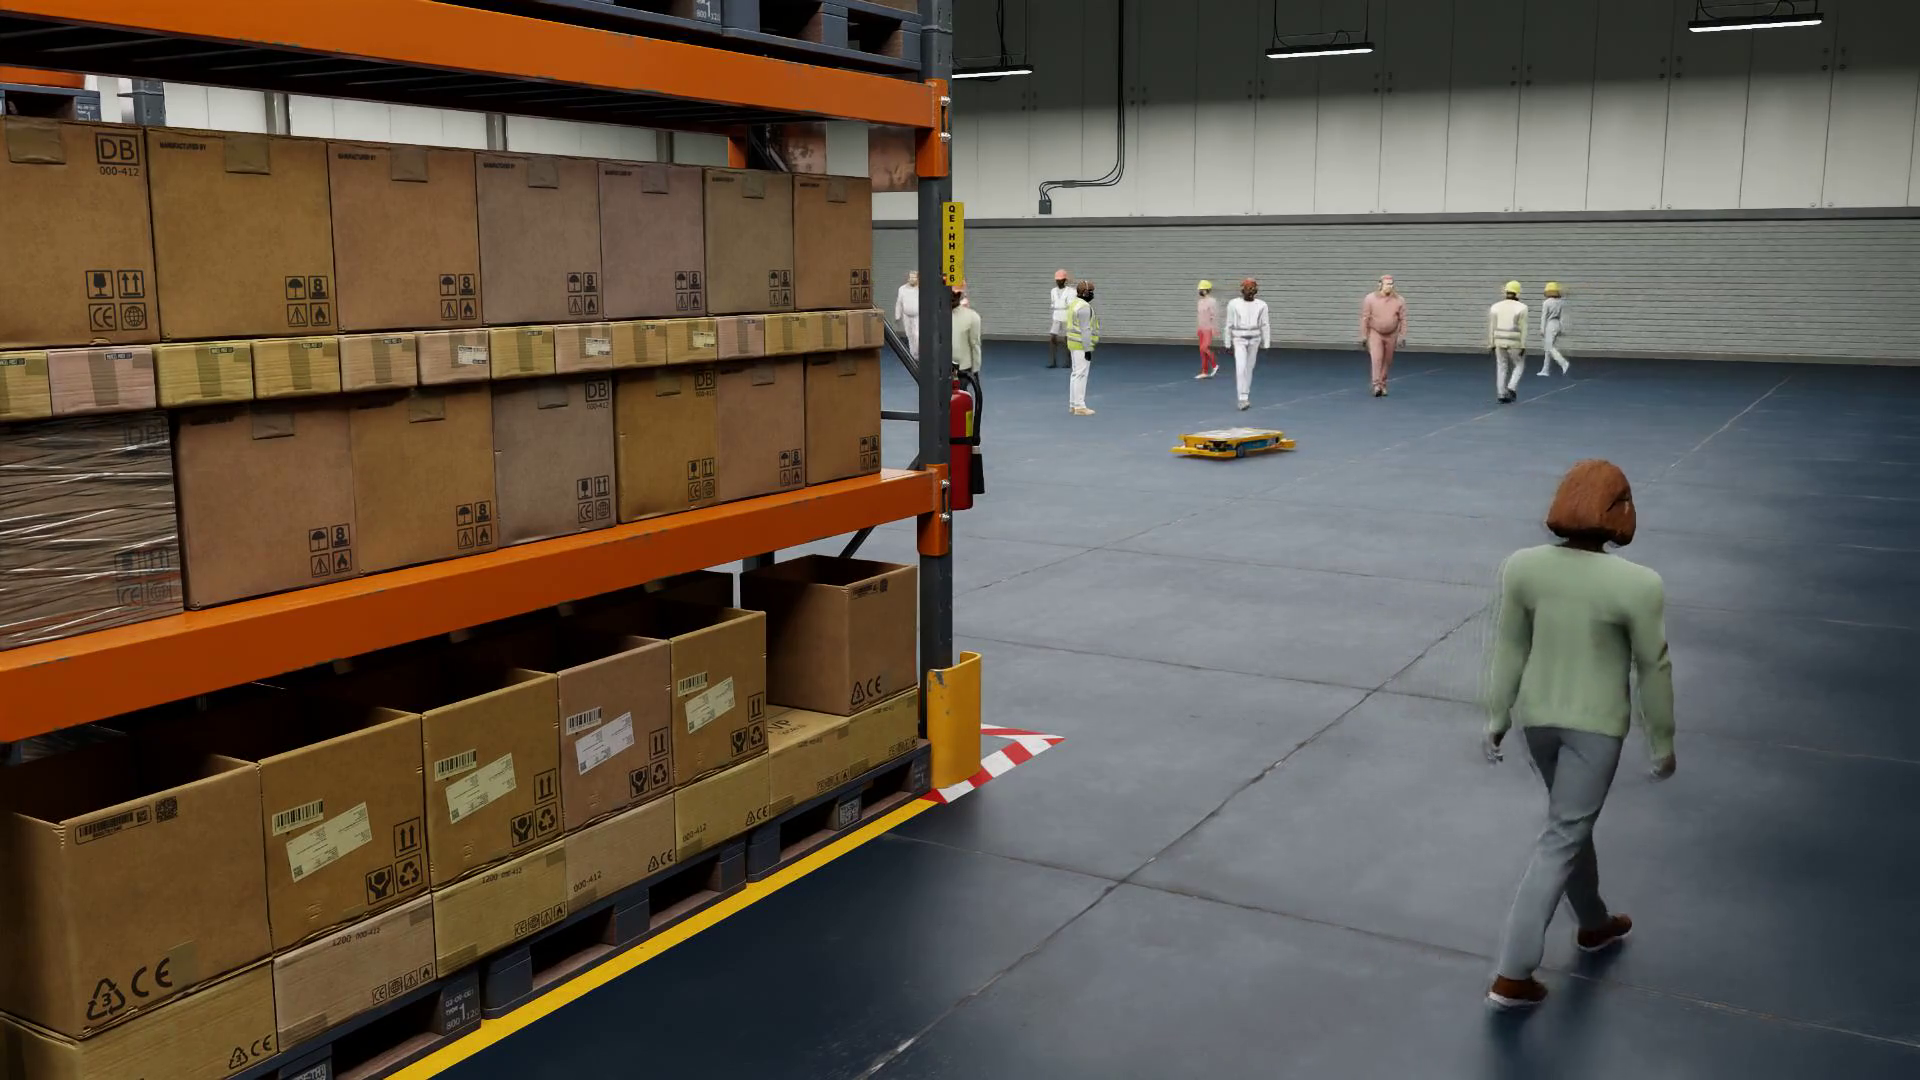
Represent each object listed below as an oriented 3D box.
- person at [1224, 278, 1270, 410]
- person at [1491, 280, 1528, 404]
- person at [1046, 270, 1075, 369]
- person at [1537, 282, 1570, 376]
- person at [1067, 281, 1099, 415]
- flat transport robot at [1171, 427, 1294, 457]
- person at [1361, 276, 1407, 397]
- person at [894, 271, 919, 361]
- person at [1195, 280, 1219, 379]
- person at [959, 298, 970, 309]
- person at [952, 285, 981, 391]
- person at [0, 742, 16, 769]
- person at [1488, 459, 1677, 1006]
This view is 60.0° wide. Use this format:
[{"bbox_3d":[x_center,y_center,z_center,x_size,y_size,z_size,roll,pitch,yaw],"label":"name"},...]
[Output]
[{"bbox_3d":[4.083,-2.743,23.447,0.611,1.848,0.894,-1,10,-5],"label":"person"},{"bbox_3d":[8.086,-2.901,24.481,0.598,1.819,0.423,9,13,41],"label":"person"},{"bbox_3d":[1.938,-4.258,32.166,0.563,1.908,0.819,6,11,32],"label":"person"},{"bbox_3d":[10.776,-3.806,30.095,0.498,1.723,0.707,-6,11,-31],"label":"person"},{"bbox_3d":[1.691,-2.635,22.890,0.430,1.838,0.632,-1,10,-8],"label":"person"},{"bbox_3d":[3.022,-1.085,18.363,0.652,0.197,1.431,9,13,43],"label":"flat transport robot"},{"bbox_3d":[6.565,-3.126,25.646,0.664,1.859,0.990,0,10,1],"label":"person"},{"bbox_3d":[-0.987,-4.453,33.395,0.656,1.872,0.849,4,10,20],"label":"person"},{"bbox_3d":[4.341,-3.727,29.474,0.374,1.752,0.551,-5,11,-25],"label":"person"},{"bbox_3d":[-0.050,-3.950,30.965,0.537,1.700,0.317,3,10,16],"label":"person"},{"bbox_3d":[-0.072,-1.879,18.011,0.639,1.977,0.534,2,10,14],"label":"person"},{"bbox_3d":[-3.741,0.111,6.668,0.546,1.892,1.009,4,10,20],"label":"person"},{"bbox_3d":[1.829,0.552,4.925,0.850,1.587,0.517,-7,12,-37],"label":"person"}]
